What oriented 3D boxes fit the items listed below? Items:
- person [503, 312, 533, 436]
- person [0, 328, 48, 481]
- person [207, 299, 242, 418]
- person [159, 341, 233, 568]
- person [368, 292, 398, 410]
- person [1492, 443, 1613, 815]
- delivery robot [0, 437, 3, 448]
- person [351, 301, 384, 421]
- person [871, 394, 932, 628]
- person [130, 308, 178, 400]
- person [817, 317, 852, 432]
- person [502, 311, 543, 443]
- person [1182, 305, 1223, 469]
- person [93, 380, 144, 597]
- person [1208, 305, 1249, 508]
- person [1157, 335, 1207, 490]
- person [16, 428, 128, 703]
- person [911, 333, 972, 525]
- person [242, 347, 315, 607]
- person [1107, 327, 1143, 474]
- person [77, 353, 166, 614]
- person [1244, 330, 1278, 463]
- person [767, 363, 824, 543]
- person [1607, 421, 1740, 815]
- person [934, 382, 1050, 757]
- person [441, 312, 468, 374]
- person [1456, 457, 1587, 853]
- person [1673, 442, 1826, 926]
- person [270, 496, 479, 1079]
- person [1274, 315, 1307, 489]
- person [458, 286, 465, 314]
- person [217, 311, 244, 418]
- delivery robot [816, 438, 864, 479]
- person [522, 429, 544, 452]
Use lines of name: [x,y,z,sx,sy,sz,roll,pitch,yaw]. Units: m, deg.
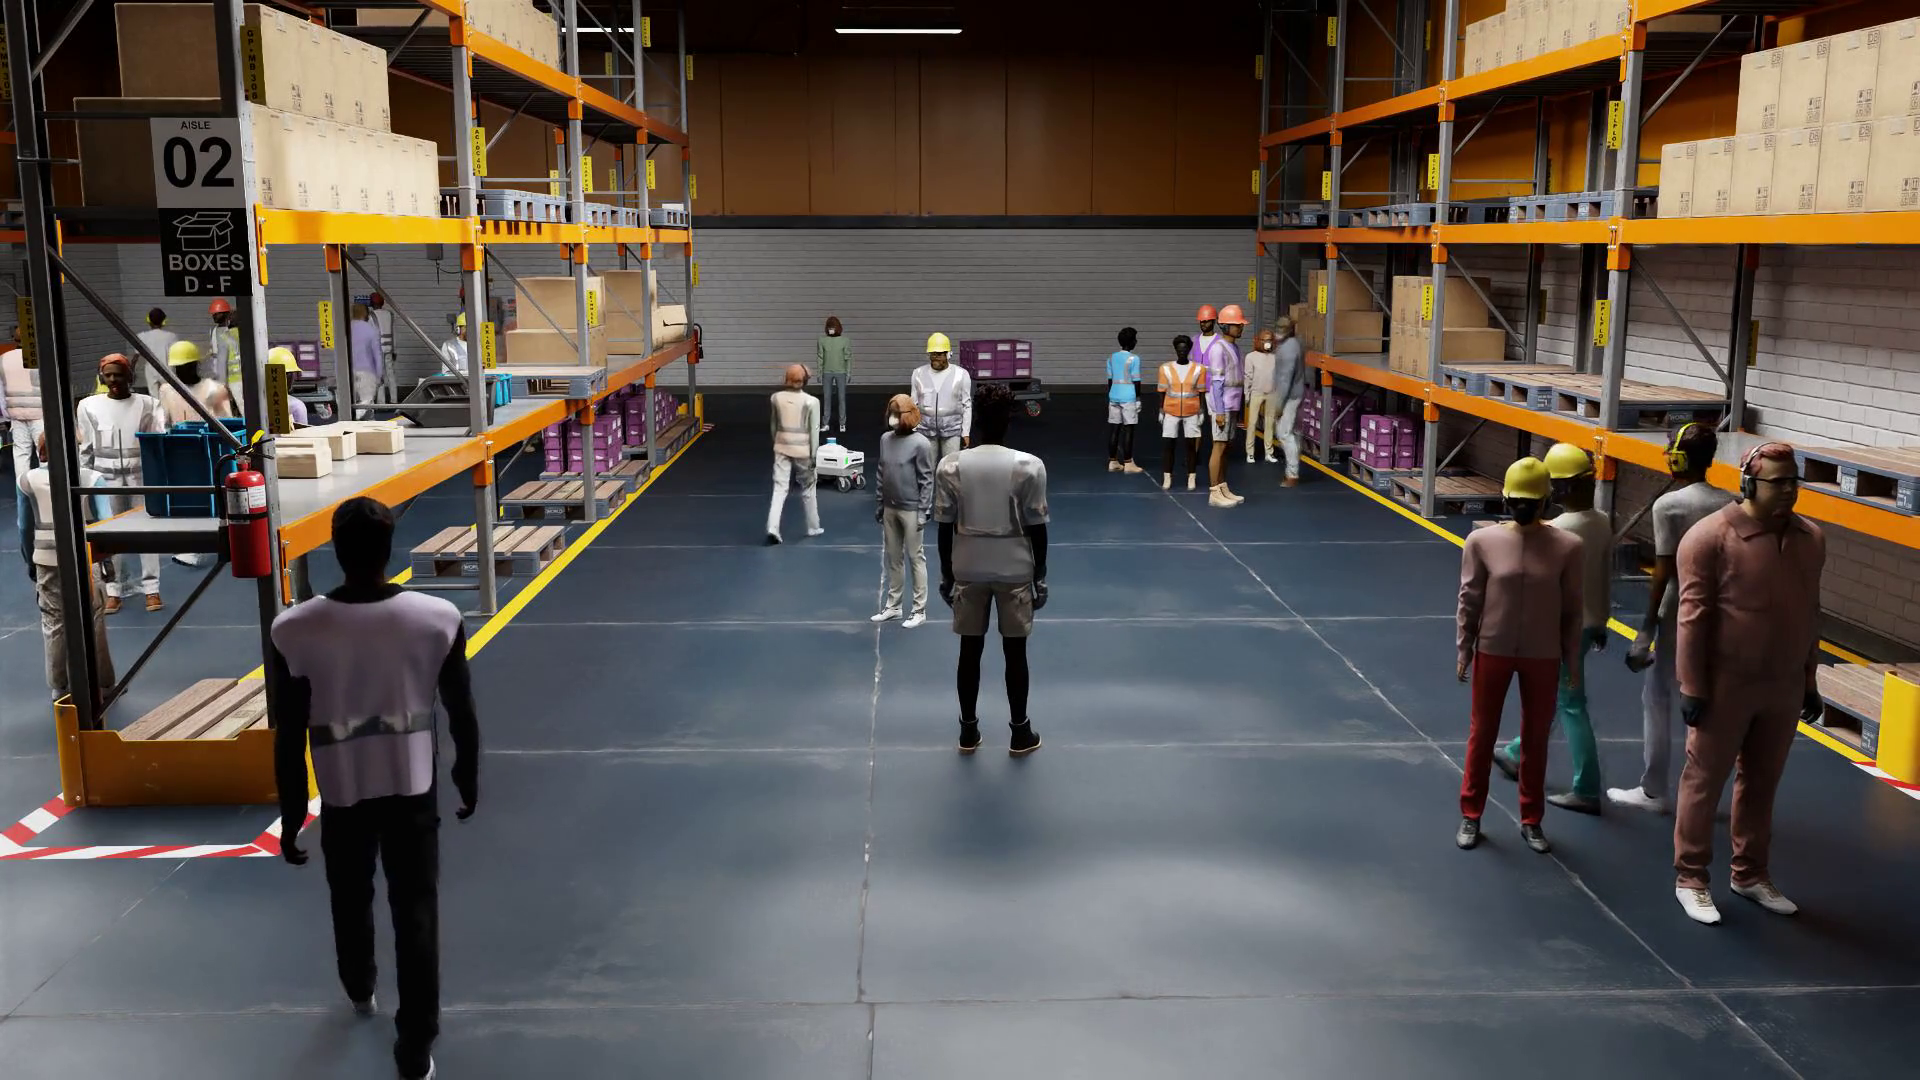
person: [-5.874,-2.294,22.535,0.640,1.908,0.927,1,10,7]
person: [-9.398,-1.246,16.859,0.624,1.838,0.430,1,10,3]
person: [-9.668,-2.202,21.905,0.551,1.934,0.373,4,11,22]
person: [-6.375,-0.729,13.909,0.578,1.862,1.052,2,10,10]
person: [-9.254,-3.018,26.594,0.337,1.882,0.585,6,12,32]
person: [2.805,0.400,7.971,0.535,1.728,0.792,-8,13,-38]
delivery robot: [-11.421,-1.059,19.122,0.707,0.478,0.477,-4,11,-24]
person: [-7.978,-2.204,22.023,0.660,1.903,0.816,4,11,20]
person: [-0.405,-0.208,11.634,0.497,1.636,0.286,9,14,42]
person: [-10.499,-2.096,21.669,0.669,1.804,0.973,-7,12,-33]
person: [-1.778,-2.340,23.520,0.501,1.632,0.291,1,10,7]
person: [-5.767,-2.238,22.021,0.652,1.970,0.654,2,10,13]
person: [2.918,-1.813,19.731,0.543,1.939,0.361,7,12,33]
person: [-6.359,-0.383,12.350,0.511,1.721,0.586,7,12,35]
person: [2.731,-1.360,16.916,0.373,2.044,0.605,5,11,25]
person: [2.396,-1.369,17.965,0.537,1.689,0.320,2,10,8]
person: [-5.194,0.137,9.696,0.514,1.641,0.315,-1,10,-5]
person: [-0.192,-1.037,15.702,0.600,1.830,0.403,2,10,9]
person: [-4.880,-0.423,12.021,0.584,1.928,0.367,4,11,23]
person: [1.920,-1.621,19.336,0.320,1.695,0.538,-7,12,-35]
person: [-6.045,-0.407,12.058,0.575,1.882,0.361,-4,11,-21]
person: [3.680,-1.744,20.223,0.493,1.626,0.286,-2,10,-11]
person: [-1.499,-0.778,14.901,0.515,1.605,0.828,3,11,18]
person: [3.354,0.385,7.756,0.596,1.862,0.504,-4,11,-21]
person: [0.174,0.160,8.669,0.603,1.965,0.368,2,10,13]
person: [-5.953,-1.833,20.125,0.589,1.837,0.404,-6,12,-29]
person: [2.451,0.511,7.292,0.537,1.764,0.341,2,10,12]
person: [3.139,0.563,6.581,0.638,1.910,0.407,-3,11,-14]
person: [-1.900,0.784,5.459,0.630,1.864,1.000,-4,11,-22]
person: [3.618,-1.525,18.274,0.367,1.899,0.729,3,11,18]
person: [-8.301,-3.335,28.211,0.355,1.938,0.544,4,11,19]
person: [-9.302,-2.060,21.558,0.701,1.797,0.646,5,11,27]
delivery robot: [-1.392,-0.866,18.047,0.707,0.478,0.477,7,12,34]
person: [-5.430,-2.041,21.316,0.619,1.836,0.430,-6,12,-32]
